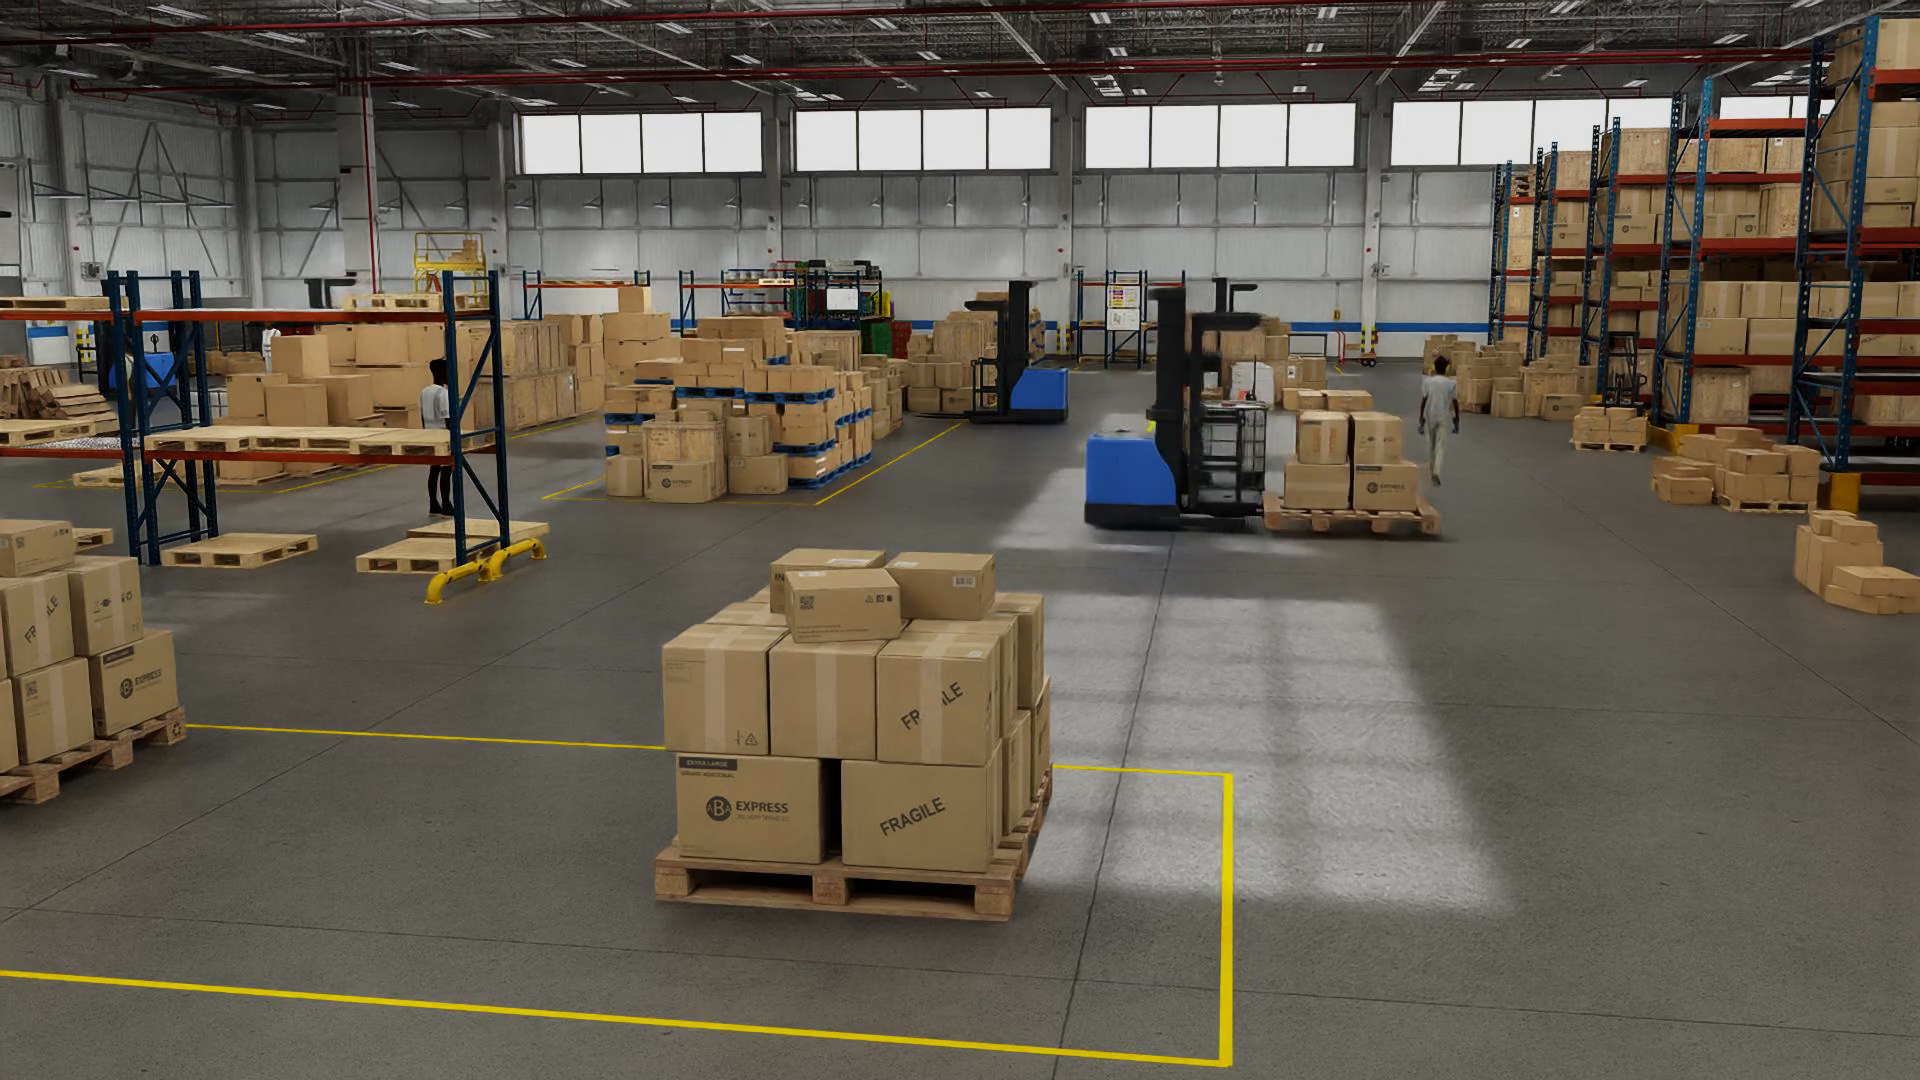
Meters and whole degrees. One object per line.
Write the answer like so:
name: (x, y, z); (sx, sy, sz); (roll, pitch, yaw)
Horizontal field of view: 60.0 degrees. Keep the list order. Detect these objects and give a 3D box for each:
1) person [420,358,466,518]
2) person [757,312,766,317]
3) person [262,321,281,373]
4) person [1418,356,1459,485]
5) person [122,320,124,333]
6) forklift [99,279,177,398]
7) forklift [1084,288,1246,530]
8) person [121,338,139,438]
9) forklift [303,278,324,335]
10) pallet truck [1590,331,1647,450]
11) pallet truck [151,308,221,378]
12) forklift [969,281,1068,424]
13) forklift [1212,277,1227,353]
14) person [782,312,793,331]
person: (-6.371, -1.249, 20.427); (0.613, 1.963, 0.361); (8, 12, 41)
person: (-5.478, -5.344, 45.947); (1.045, 1.884, 0.650); (-3, 10, -16)
person: (-17.086, -4.586, 41.269); (0.572, 1.883, 0.356); (4, 10, 22)
person: (6.815, -1.700, 23.666); (0.546, 1.829, 0.973); (4, 10, 23)
person: (-25.895, -6.106, 51.391); (0.310, 1.640, 0.514); (0, 9, -2)
forklift: (-19.606, -4.720, 39.027); (1.873, 2.768, 1.129); (1, 9, 9)
forklift: (2.458, -1.579, 19.649); (1.873, 2.768, 1.129); (1, 9, 9)
person: (-14.582, -2.620, 29.257); (0.351, 1.847, 0.507); (-2, 9, -11)
forklift: (-16.755, -5.417, 43.321); (1.873, 2.768, 1.129); (-3, 10, -19)
pallet truck: (11.253, -2.573, 28.499); (0.823, 1.965, 1.885); (5, 10, 27)
pallet truck: (-21.869, -5.598, 47.154); (0.823, 1.965, 1.885); (4, 10, 26)
forklift: (1.194, -3.753, 33.059); (1.873, 2.768, 1.129); (1, 9, 9)
forklift: (7.562, -6.241, 48.404); (1.873, 2.768, 1.129); (1, 9, 9)
person: (-4.613, -5.184, 44.902); (0.946, 1.891, 0.577); (-2, 9, -9)
